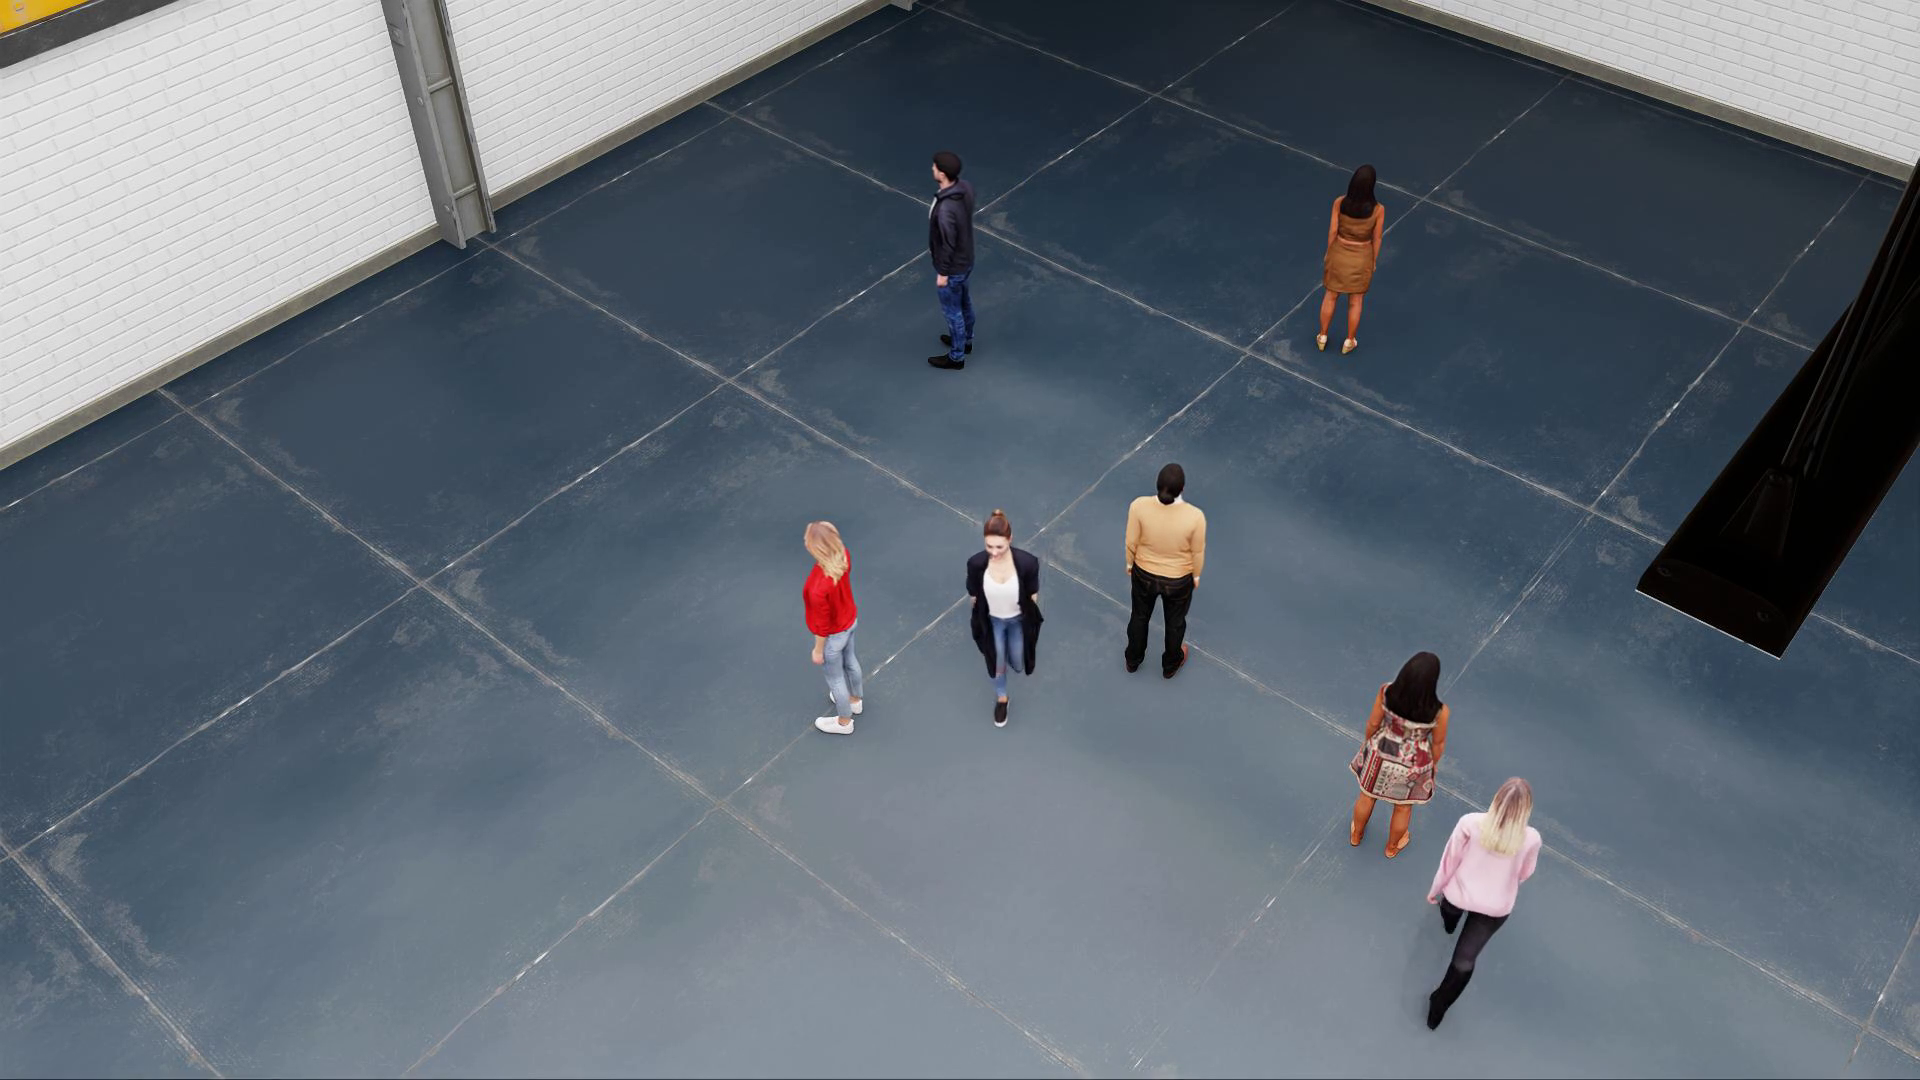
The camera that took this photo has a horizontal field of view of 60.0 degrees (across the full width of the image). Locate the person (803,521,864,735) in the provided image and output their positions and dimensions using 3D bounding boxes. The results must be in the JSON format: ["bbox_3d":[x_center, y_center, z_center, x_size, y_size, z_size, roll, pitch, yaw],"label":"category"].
[{"bbox_3d":[-0.773,0.545,10.194,0.743,1.703,0.573,14,45,14],"label":"person"}]

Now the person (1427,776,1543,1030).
[{"bbox_3d":[2.707,1.939,8.776,0.816,1.640,1.199,17,46,17],"label":"person"}]

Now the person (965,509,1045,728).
[{"bbox_3d":[0.275,0.425,10.346,0.872,1.667,0.952,2,44,2],"label":"person"}]

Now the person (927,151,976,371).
[{"bbox_3d":[-0.046,-2.164,12.900,0.803,1.892,0.637,14,45,14],"label":"person"}]

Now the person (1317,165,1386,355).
[{"bbox_3d":[3.068,-2.198,13.083,0.624,1.690,0.615,13,45,13],"label":"person"}]

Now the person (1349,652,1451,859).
[{"bbox_3d":[2.509,1.230,9.517,0.699,1.645,0.614,19,47,19],"label":"person"}]

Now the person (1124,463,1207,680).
[{"bbox_3d":[1.281,0.200,10.519,0.747,1.754,0.743,10,45,11],"label":"person"}]
